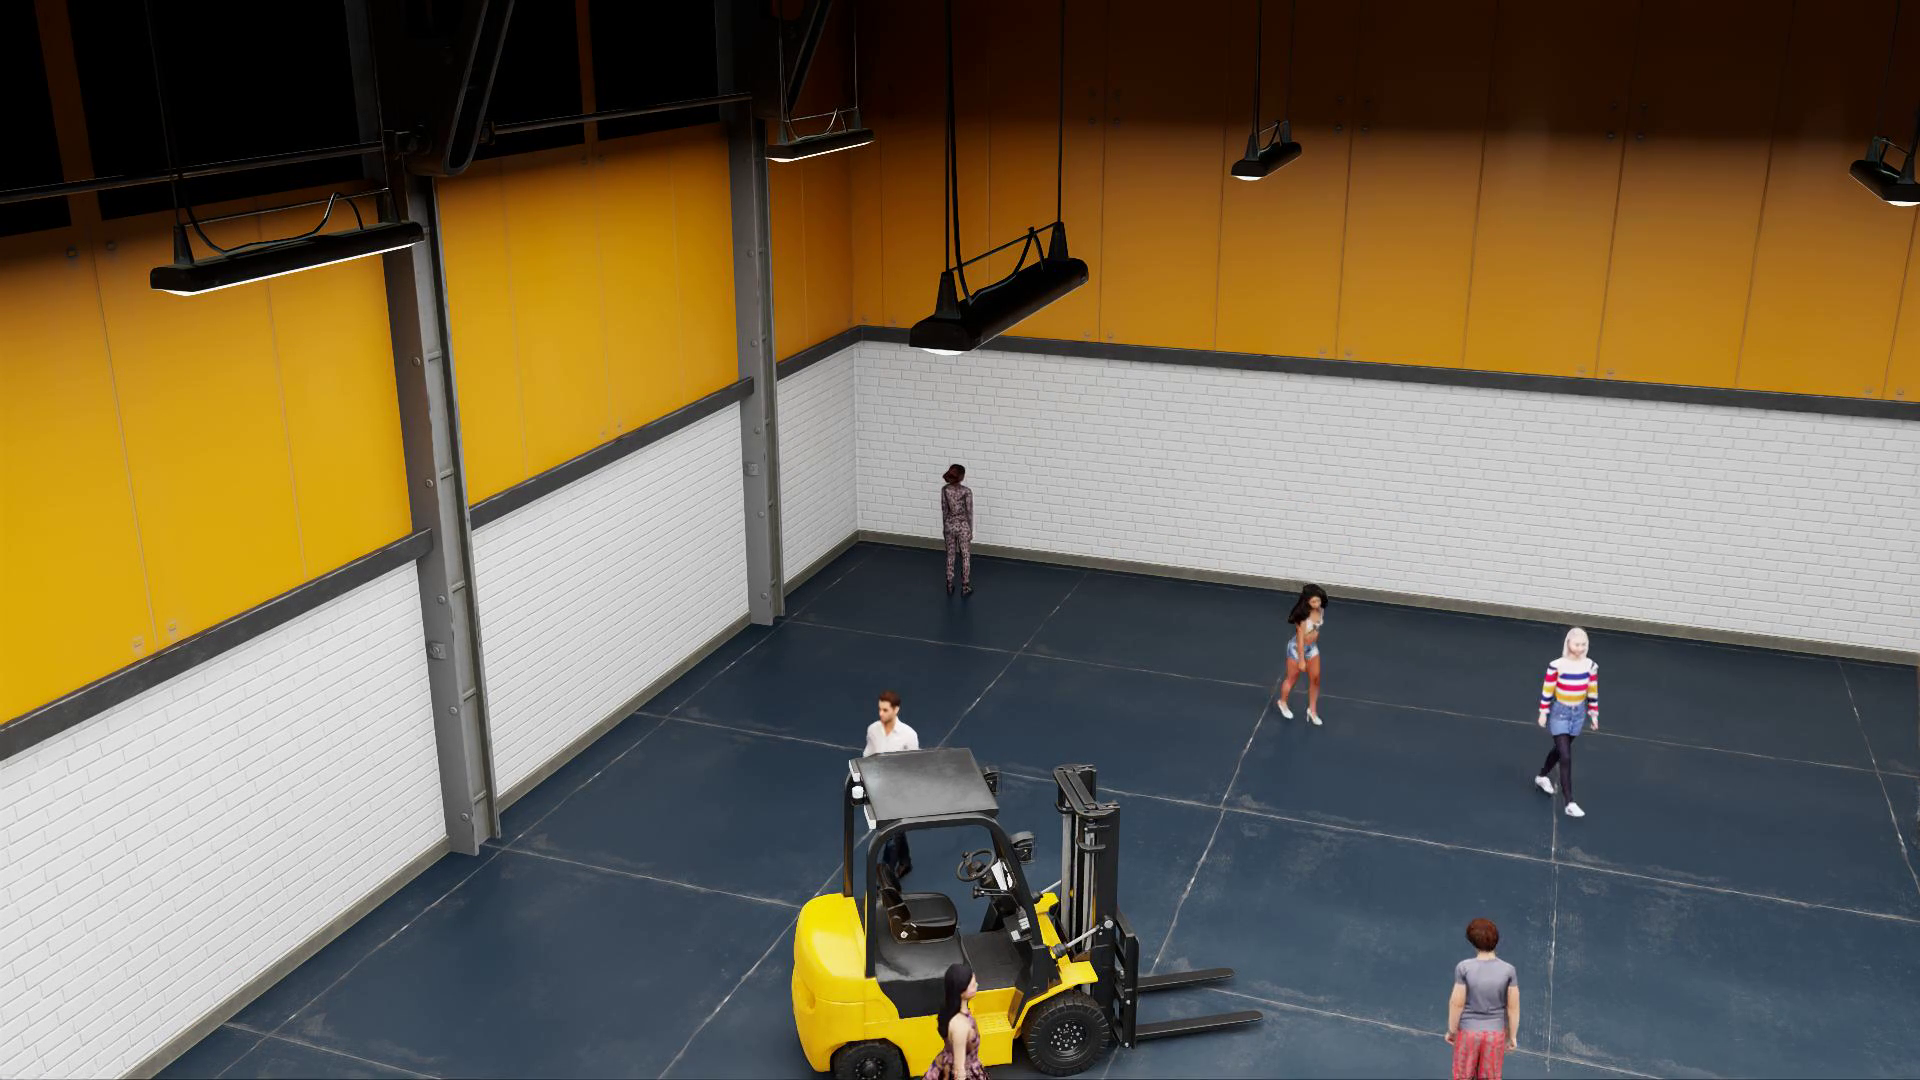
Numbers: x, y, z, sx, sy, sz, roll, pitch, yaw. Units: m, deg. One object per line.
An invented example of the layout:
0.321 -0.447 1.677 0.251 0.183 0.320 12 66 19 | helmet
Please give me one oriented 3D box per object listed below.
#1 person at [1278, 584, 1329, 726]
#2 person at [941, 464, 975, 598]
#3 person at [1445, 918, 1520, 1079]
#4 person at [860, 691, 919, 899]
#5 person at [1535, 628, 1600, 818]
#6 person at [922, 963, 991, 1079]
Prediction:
3.557 1.177 17.441 0.832 1.581 0.851 -17 25 -41 | person
-0.037 -0.135 21.126 0.563 1.716 0.520 7 20 21 | person
3.441 3.300 11.052 0.663 1.636 0.654 7 20 19 | person
-0.525 2.126 14.224 0.858 1.836 1.173 11 22 30 | person
5.697 1.661 15.721 1.030 1.763 1.217 -3 19 -10 | person
-0.100 3.447 10.448 1.091 1.742 1.155 -5 19 -14 | person
